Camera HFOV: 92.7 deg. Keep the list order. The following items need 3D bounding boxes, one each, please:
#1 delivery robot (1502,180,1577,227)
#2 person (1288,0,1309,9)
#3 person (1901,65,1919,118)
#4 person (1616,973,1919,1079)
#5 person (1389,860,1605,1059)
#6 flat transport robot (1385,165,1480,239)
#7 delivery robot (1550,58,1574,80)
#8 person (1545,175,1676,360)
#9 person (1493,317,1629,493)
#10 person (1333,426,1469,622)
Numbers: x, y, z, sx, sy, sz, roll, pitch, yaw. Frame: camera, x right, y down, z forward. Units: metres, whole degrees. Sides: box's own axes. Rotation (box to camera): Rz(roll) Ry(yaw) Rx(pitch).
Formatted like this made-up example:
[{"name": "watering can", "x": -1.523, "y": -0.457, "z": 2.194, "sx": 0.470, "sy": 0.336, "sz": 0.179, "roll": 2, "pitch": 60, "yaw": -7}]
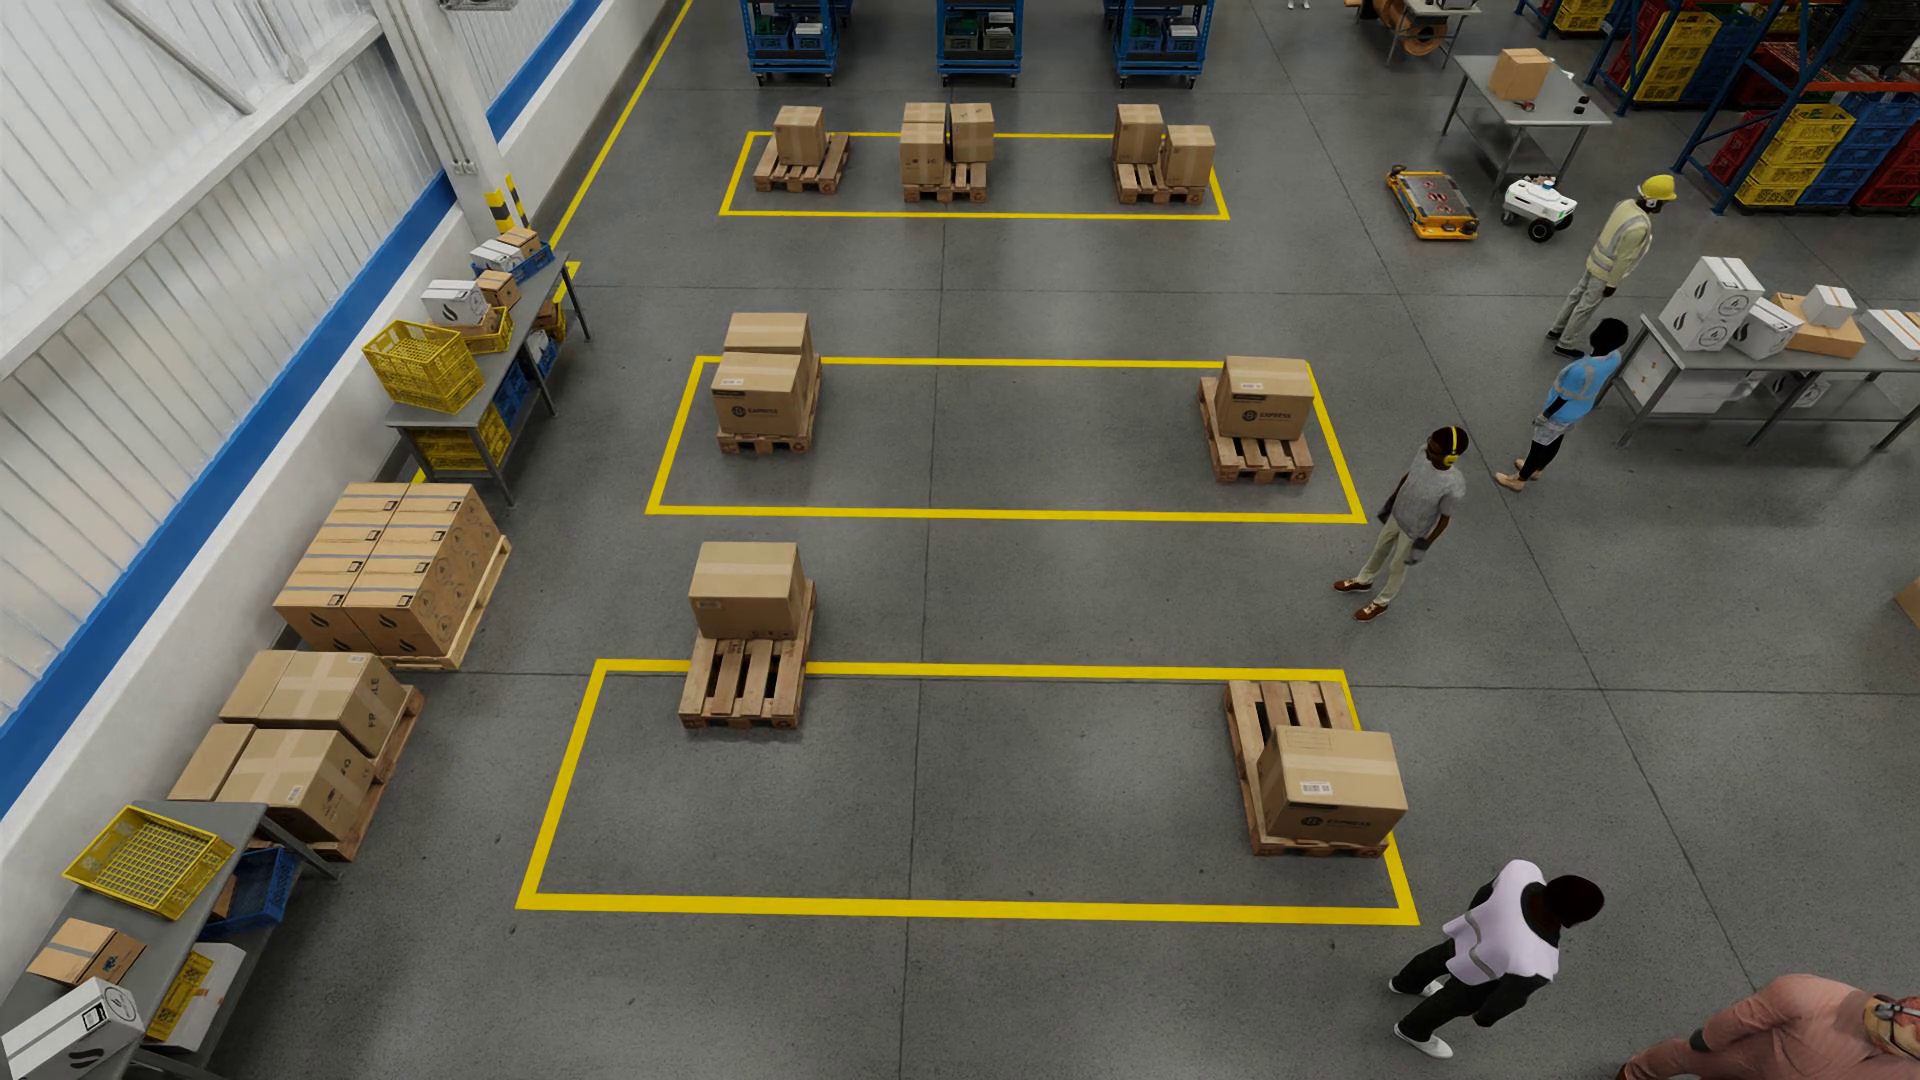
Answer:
[{"name": "delivery robot", "x": 6.741, "y": -3.937, "z": 10.677, "sx": 0.477, "sy": 0.478, "sz": 0.707, "roll": -31, "pitch": 56, "yaw": -24}, {"name": "person", "x": 5.690, "y": -9.549, "z": 14.888, "sx": 0.519, "sy": 1.632, "sz": 0.312, "roll": 2, "pitch": 49, "yaw": 2}, {"name": "person", "x": 12.541, "y": -6.041, "z": 11.664, "sx": 0.629, "sy": 1.915, "sz": 0.753, "roll": 34, "pitch": 57, "yaw": 26}, {"name": "person", "x": 3.835, "y": 2.474, "z": 4.305, "sx": 0.636, "sy": 1.902, "sz": 0.404, "roll": 21, "pitch": 52, "yaw": 17}, {"name": "person", "x": 2.624, "y": 2.110, "z": 4.607, "sx": 0.392, "sy": 1.921, "sz": 0.590, "roll": 10, "pitch": 50, "yaw": 9}, {"name": "flat transport robot", "x": 5.692, "y": -4.094, "z": 11.059, "sx": 0.652, "sy": 0.197, "sz": 1.431, "roll": 1, "pitch": 49, "yaw": 1}, {"name": "delivery robot", "x": 8.210, "y": -6.516, "z": 12.909, "sx": 0.707, "sy": 0.478, "sz": 0.477, "roll": 34, "pitch": 57, "yaw": 25}, {"name": "person", "x": 6.190, "y": -2.598, "z": 8.737, "sx": 0.404, "sy": 1.835, "sz": 0.586, "roll": 10, "pitch": 50, "yaw": 9}, {"name": "person", "x": 4.951, "y": -1.084, "z": 7.516, "sx": 0.532, "sy": 1.698, "sz": 0.319, "roll": -25, "pitch": 54, "yaw": -20}, {"name": "person", "x": 3.189, "y": -0.104, "z": 6.560, "sx": 0.329, "sy": 1.865, "sz": 0.518, "roll": -10, "pitch": 50, "yaw": -8}]
